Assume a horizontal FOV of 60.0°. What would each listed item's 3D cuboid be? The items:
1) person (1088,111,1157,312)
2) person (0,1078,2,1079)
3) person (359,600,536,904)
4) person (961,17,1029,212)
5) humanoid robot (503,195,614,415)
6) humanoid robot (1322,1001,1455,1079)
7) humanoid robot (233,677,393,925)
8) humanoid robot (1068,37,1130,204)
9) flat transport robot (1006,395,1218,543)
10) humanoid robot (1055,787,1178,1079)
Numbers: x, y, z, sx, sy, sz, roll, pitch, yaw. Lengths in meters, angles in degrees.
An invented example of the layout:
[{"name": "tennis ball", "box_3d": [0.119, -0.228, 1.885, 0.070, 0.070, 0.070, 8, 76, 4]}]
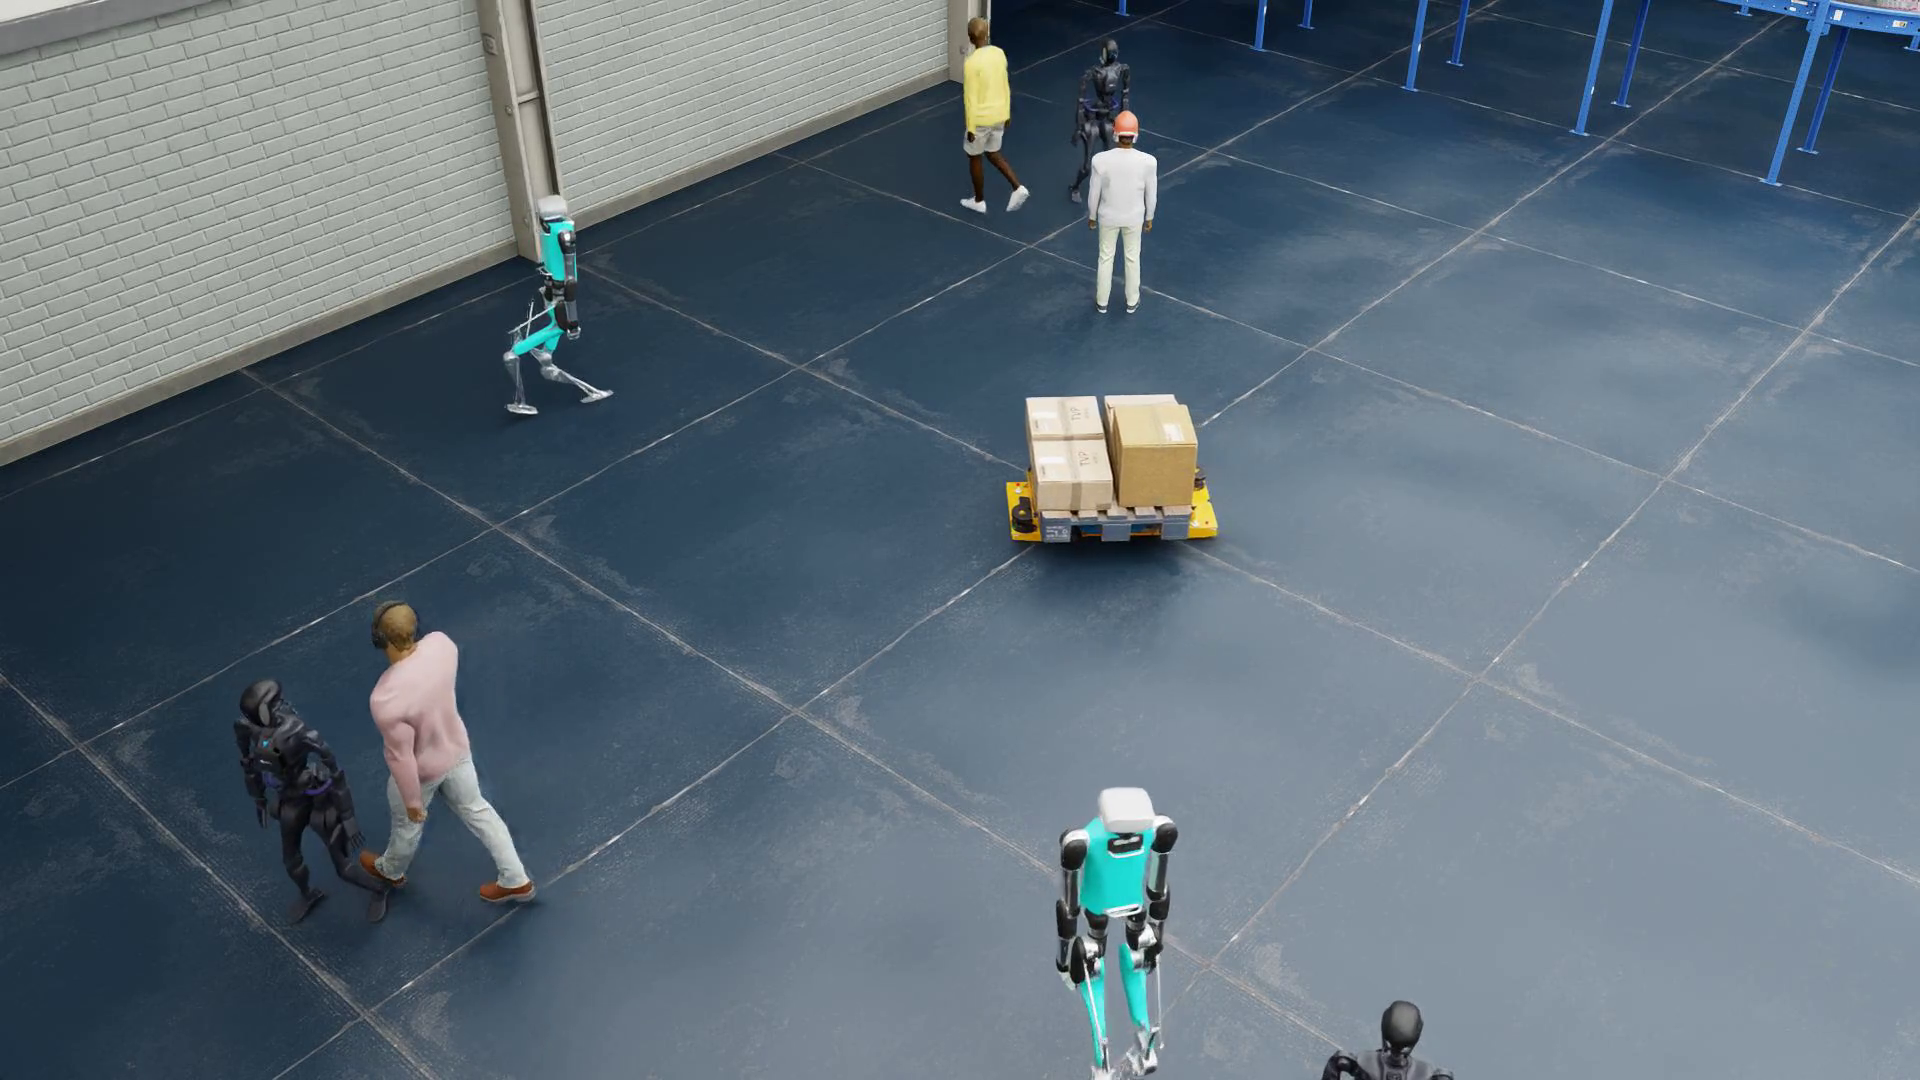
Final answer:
[{"name": "person", "box_3d": [1.353, -2.742, 13.959, 0.574, 1.747, 0.337, 2, 36, 3]}, {"name": "person", "box_3d": [-4.095, 2.333, 6.756, 0.410, 1.850, 0.543, -3, 36, -5]}, {"name": "person", "box_3d": [-2.711, 1.098, 8.462, 1.013, 1.883, 0.638, 12, 37, 16]}, {"name": "person", "box_3d": [0.314, -3.911, 15.512, 0.656, 1.867, 0.552, 30, 45, 35]}, {"name": "humanoid robot", "box_3d": [-3.226, -1.678, 12.535, 1.028, 1.777, 0.542, -19, 39, -24]}, {"name": "humanoid robot", "box_3d": [1.677, 2.502, 6.668, 0.591, 1.643, 0.384, 9, 36, 12]}, {"name": "humanoid robot", "box_3d": [-3.270, 1.297, 8.356, 0.612, 1.635, 0.393, 9, 36, 12]}, {"name": "humanoid robot", "box_3d": [1.333, -3.989, 15.792, 0.615, 1.645, 0.403, -16, 38, -21]}, {"name": "flat transport robot", "box_3d": [1.060, -0.260, 11.752, 1.431, 0.231, 0.659, -1, 35, -2]}, {"name": "humanoid robot", "box_3d": [0.740, 1.960, 7.392, 0.564, 1.799, 0.733, -10, 37, -14]}]
